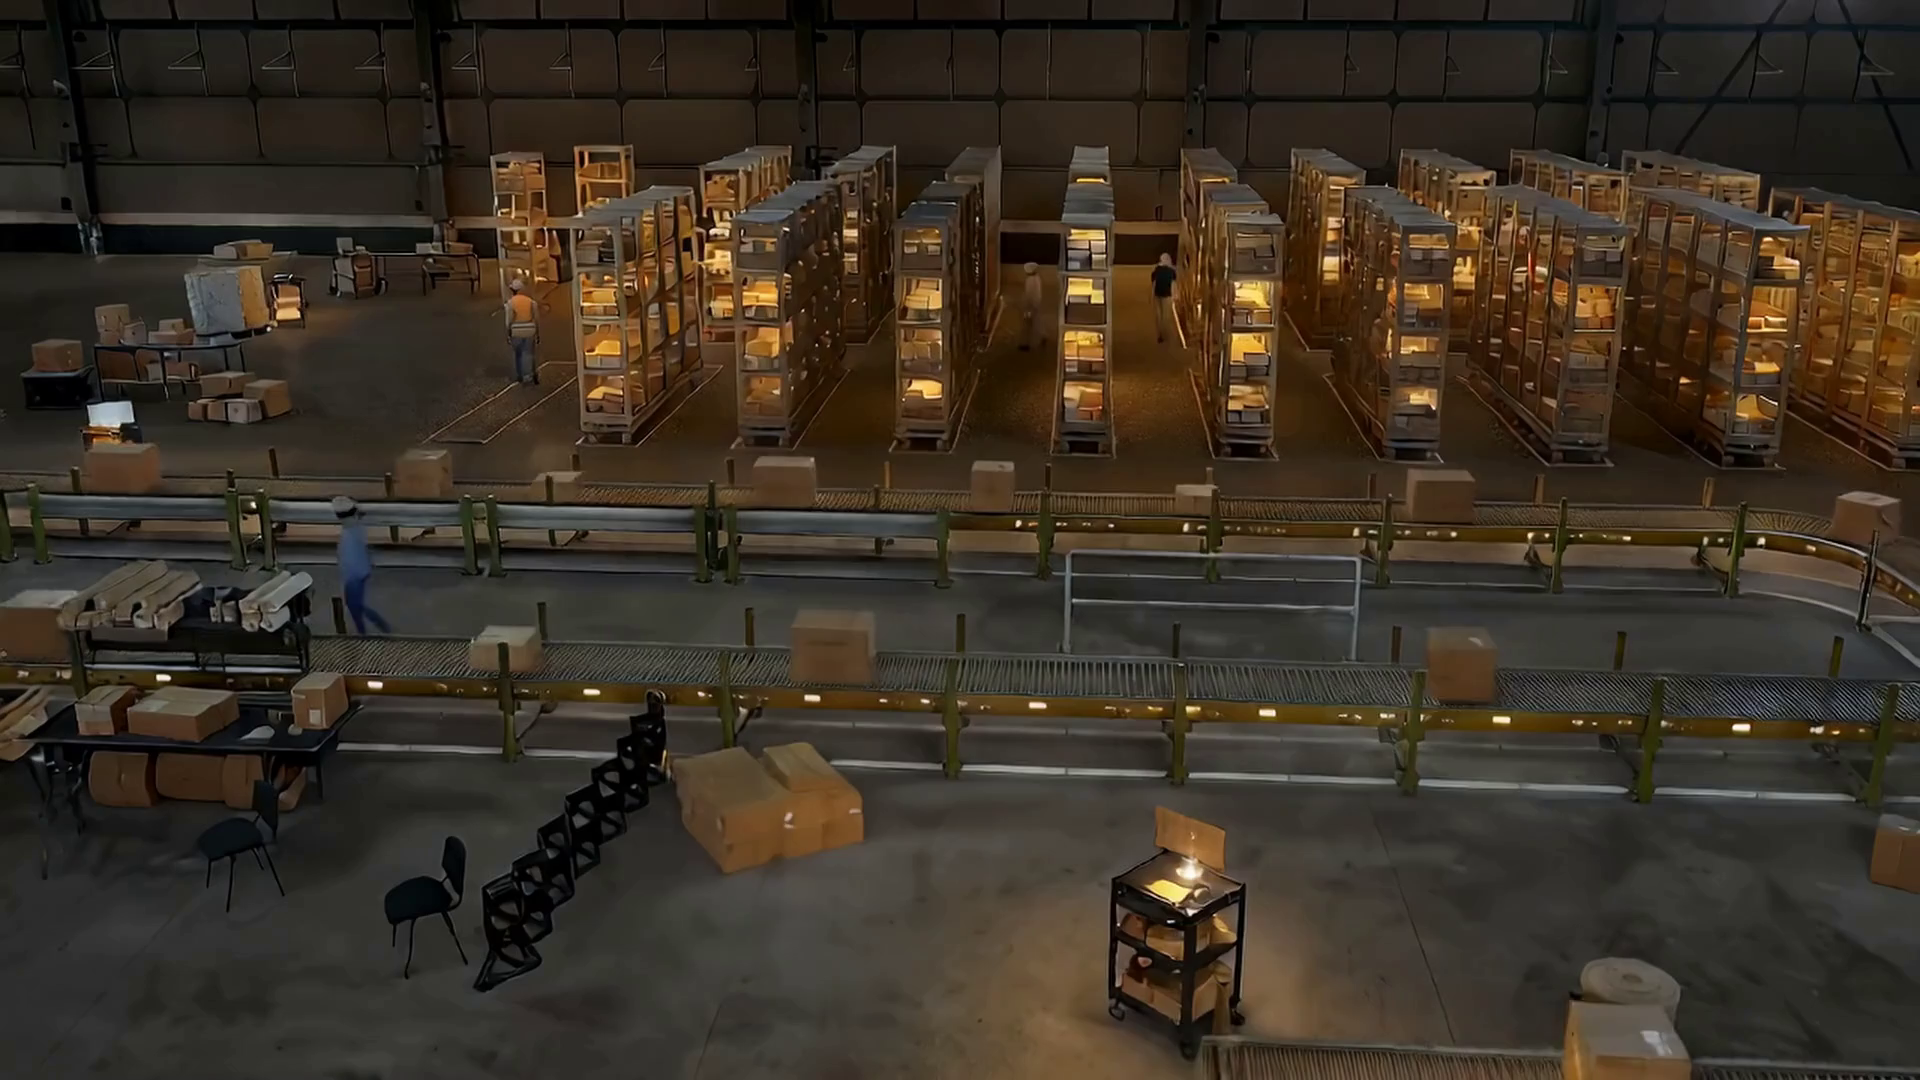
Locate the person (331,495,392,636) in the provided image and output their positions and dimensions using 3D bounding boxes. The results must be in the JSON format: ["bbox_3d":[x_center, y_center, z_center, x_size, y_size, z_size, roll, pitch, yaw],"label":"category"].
[{"bbox_3d":[-6.362,0.372,17.516,0.404,1.757,0.526,-1,18,-2],"label":"person"}]

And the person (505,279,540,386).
[{"bbox_3d":[-7.982,-3.793,30.420,0.601,1.941,0.395,-8,19,-25],"label":"person"}]

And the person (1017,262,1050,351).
[{"bbox_3d":[1.477,-4.682,33.445,0.600,1.816,0.612,2,18,7],"label":"person"}]

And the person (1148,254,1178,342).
[{"bbox_3d":[4.232,-5.052,34.653,0.590,1.795,0.976,-1,18,-2],"label":"person"}]
